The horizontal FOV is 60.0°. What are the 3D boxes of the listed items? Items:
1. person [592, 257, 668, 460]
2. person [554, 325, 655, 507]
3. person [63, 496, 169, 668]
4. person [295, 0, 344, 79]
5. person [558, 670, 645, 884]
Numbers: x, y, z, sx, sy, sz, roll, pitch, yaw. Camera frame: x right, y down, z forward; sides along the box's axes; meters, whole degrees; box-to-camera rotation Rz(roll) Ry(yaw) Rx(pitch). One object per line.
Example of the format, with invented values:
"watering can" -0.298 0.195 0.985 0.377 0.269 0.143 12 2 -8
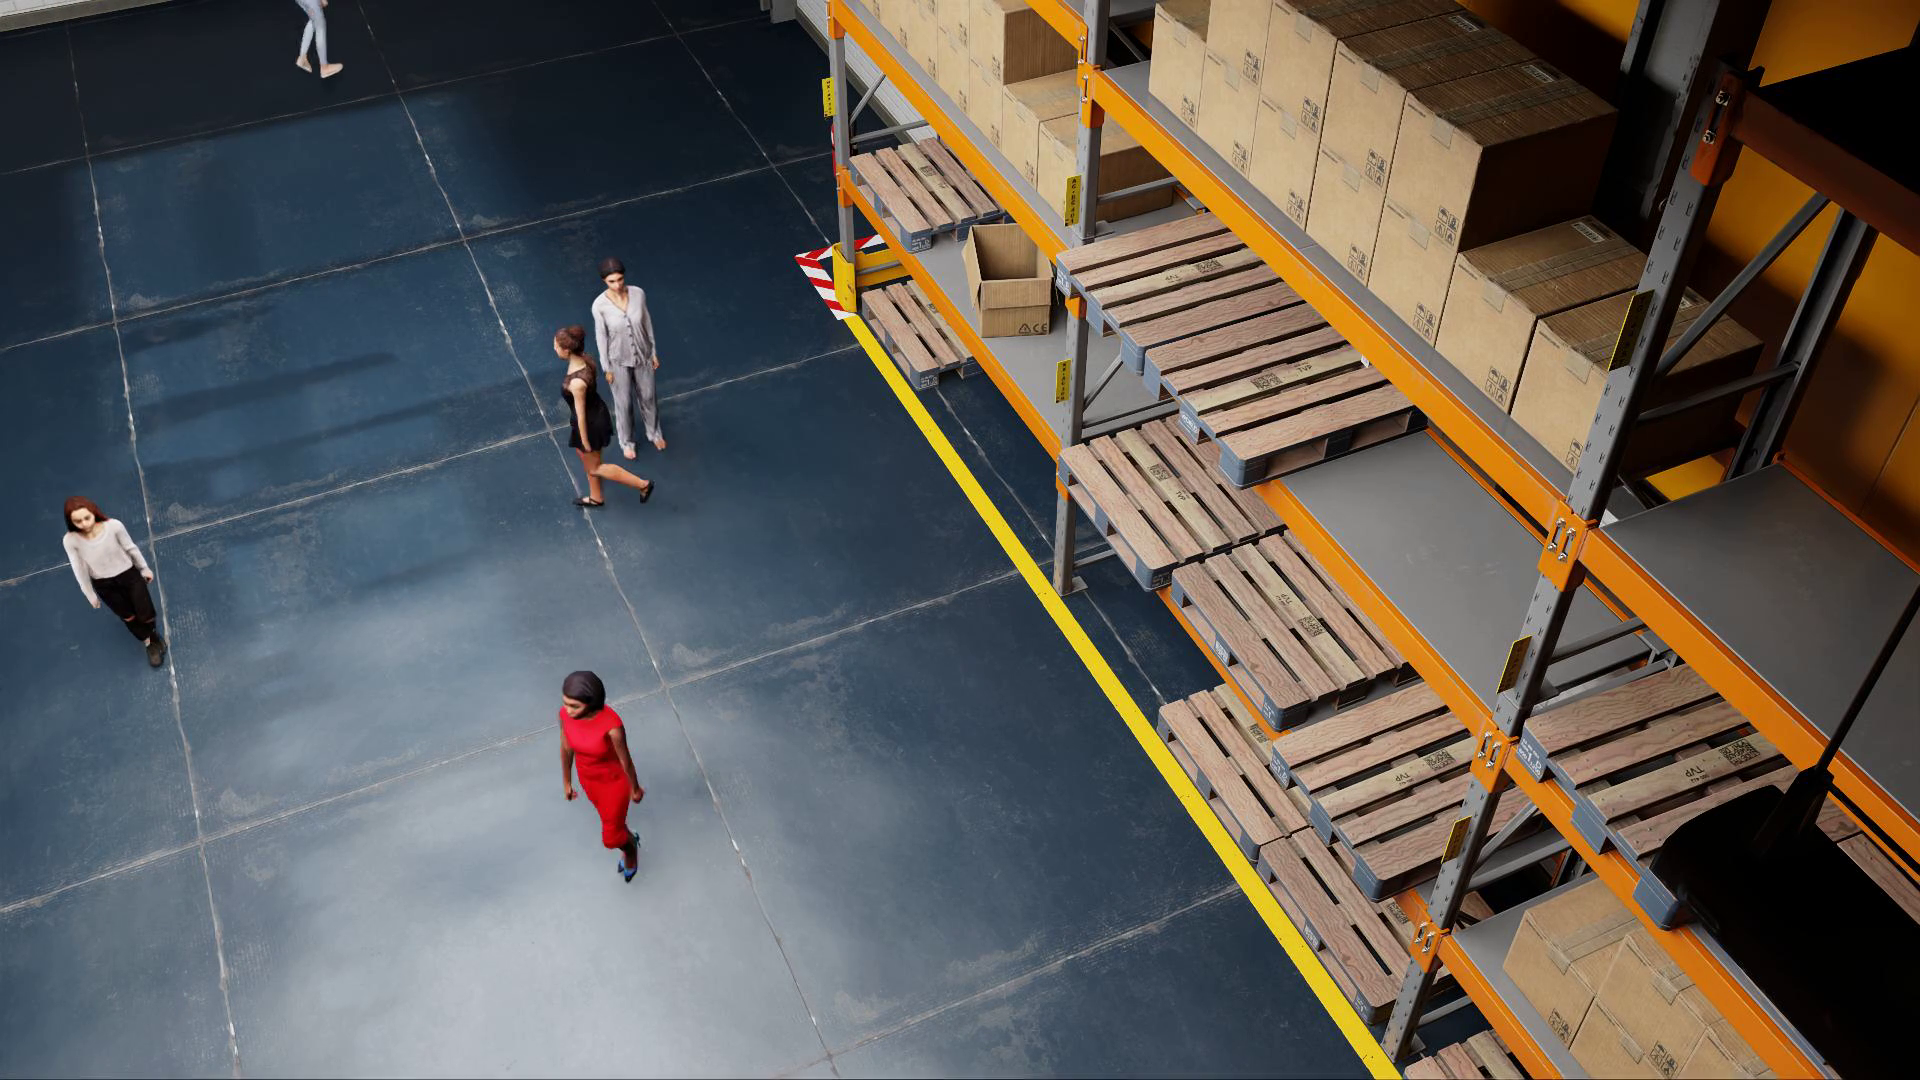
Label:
"person" -2.492 -1.380 12.460 0.607 1.769 0.548 -23 48 -22
"person" -2.584 -0.836 11.966 0.850 1.662 0.910 0 44 0
"person" -5.585 0.222 10.989 0.583 1.479 0.543 -22 48 -22
"person" -6.645 -5.454 16.725 0.806 1.785 0.845 25 49 24
"person" -2.012 1.328 9.646 0.738 1.729 0.800 15 46 15
